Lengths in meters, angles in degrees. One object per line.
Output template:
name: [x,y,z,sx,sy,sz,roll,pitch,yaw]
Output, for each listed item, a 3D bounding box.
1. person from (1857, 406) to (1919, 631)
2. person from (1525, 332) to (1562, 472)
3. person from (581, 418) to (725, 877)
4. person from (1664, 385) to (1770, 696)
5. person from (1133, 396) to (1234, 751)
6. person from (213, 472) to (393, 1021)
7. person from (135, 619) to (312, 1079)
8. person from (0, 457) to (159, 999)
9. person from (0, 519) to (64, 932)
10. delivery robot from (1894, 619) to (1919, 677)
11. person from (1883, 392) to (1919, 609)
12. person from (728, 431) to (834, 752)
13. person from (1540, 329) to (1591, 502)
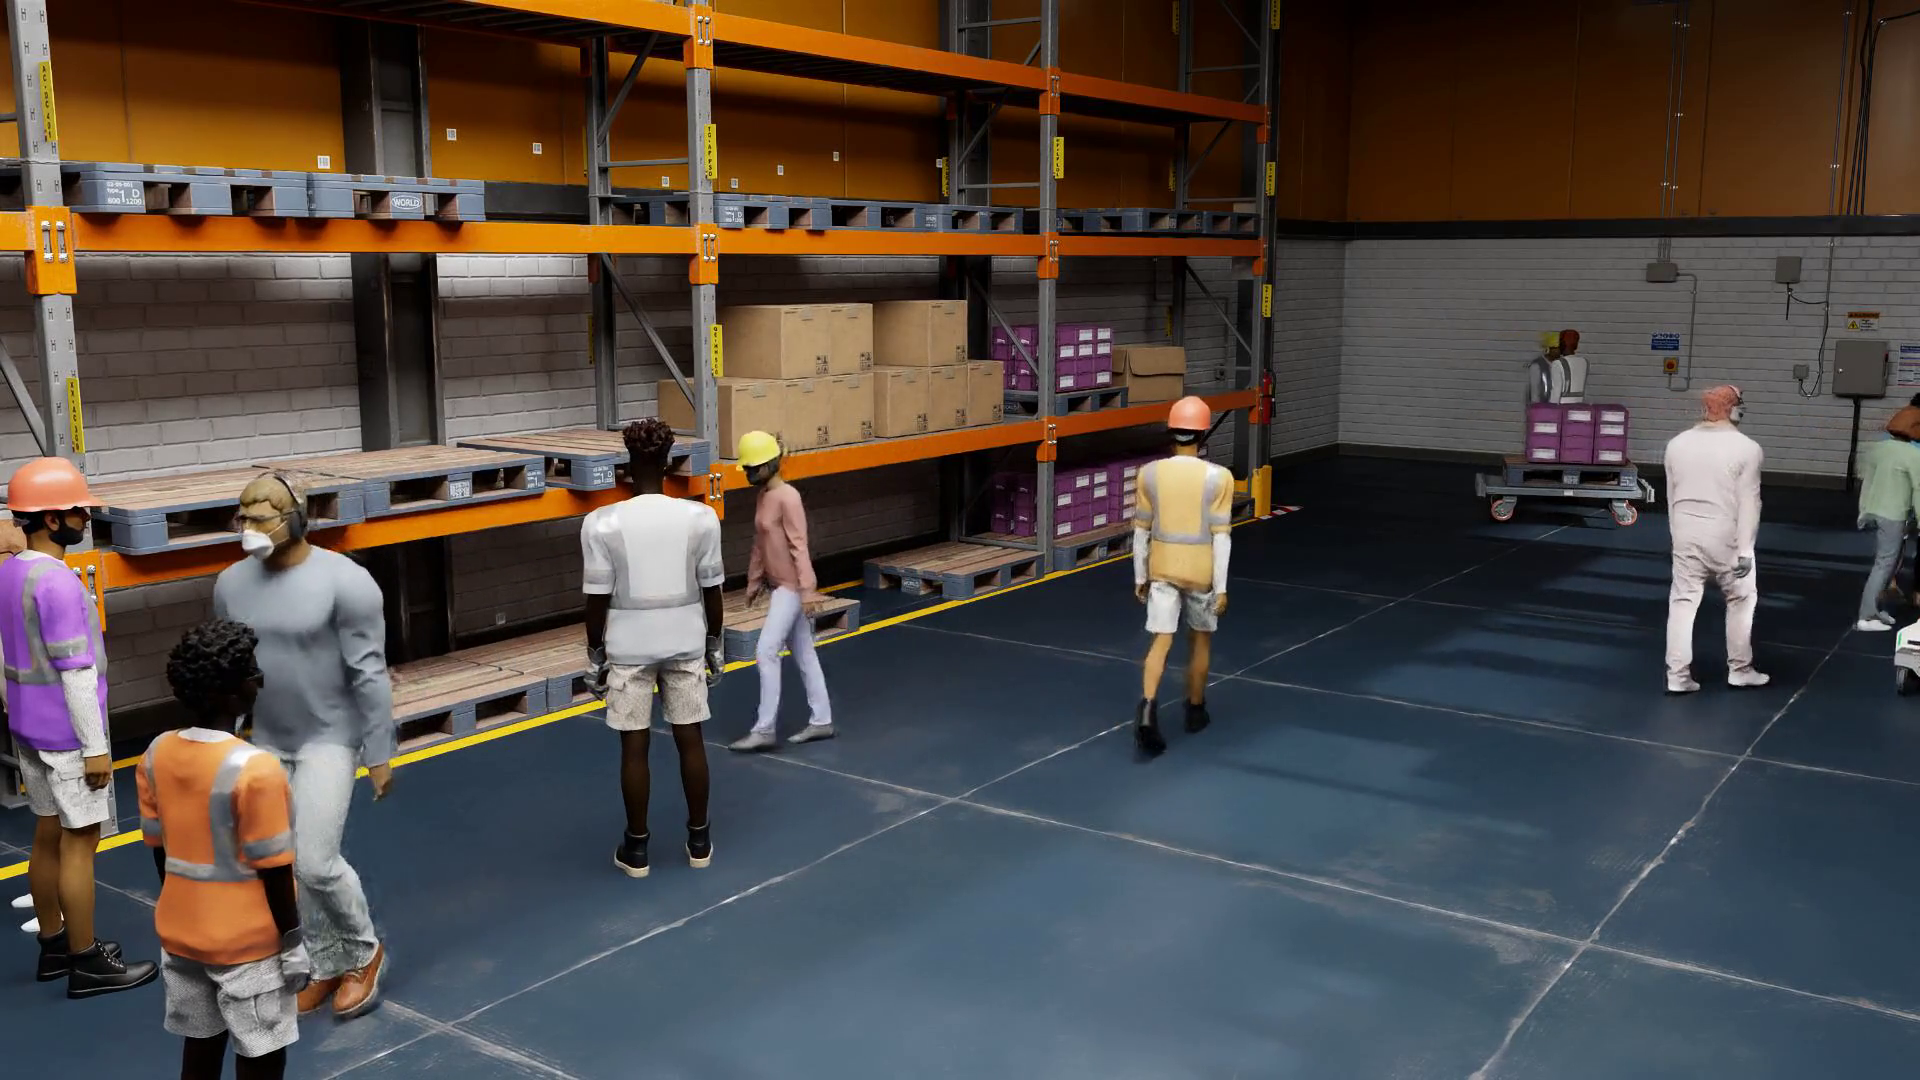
person: [6.640,-0.145,11.774,0.528,1.615,0.500,-1,10,-5]
person: [6.822,-1.488,19.200,0.605,1.811,0.640,-5,11,-27]
person: [-1.309,0.458,7.130,0.614,1.963,0.362,-4,10,-21]
person: [4.625,0.000,10.091,0.843,1.875,0.664,-6,11,-33]
person: [1.186,0.178,8.996,0.551,1.911,0.899,4,10,21]
person: [-2.252,0.721,5.696,0.640,1.921,0.451,3,10,19]
person: [-1.925,1.050,4.407,0.530,1.697,0.321,6,11,30]
person: [-3.196,0.669,5.959,0.545,1.939,0.354,8,13,40]
person: [-3.684,0.720,6.593,0.285,1.626,0.494,-6,11,-34]
delivery robot: [5.993,0.612,10.131,0.707,0.478,0.477,-9,13,-42]
person: [7.144,-0.284,12.450,0.543,1.666,0.693,6,11,33]
person: [-1.008,0.276,8.918,0.730,1.713,0.542,-4,10,-21]
person: [6.616,-1.354,18.168,0.586,1.882,0.340,-6,11,-32]
